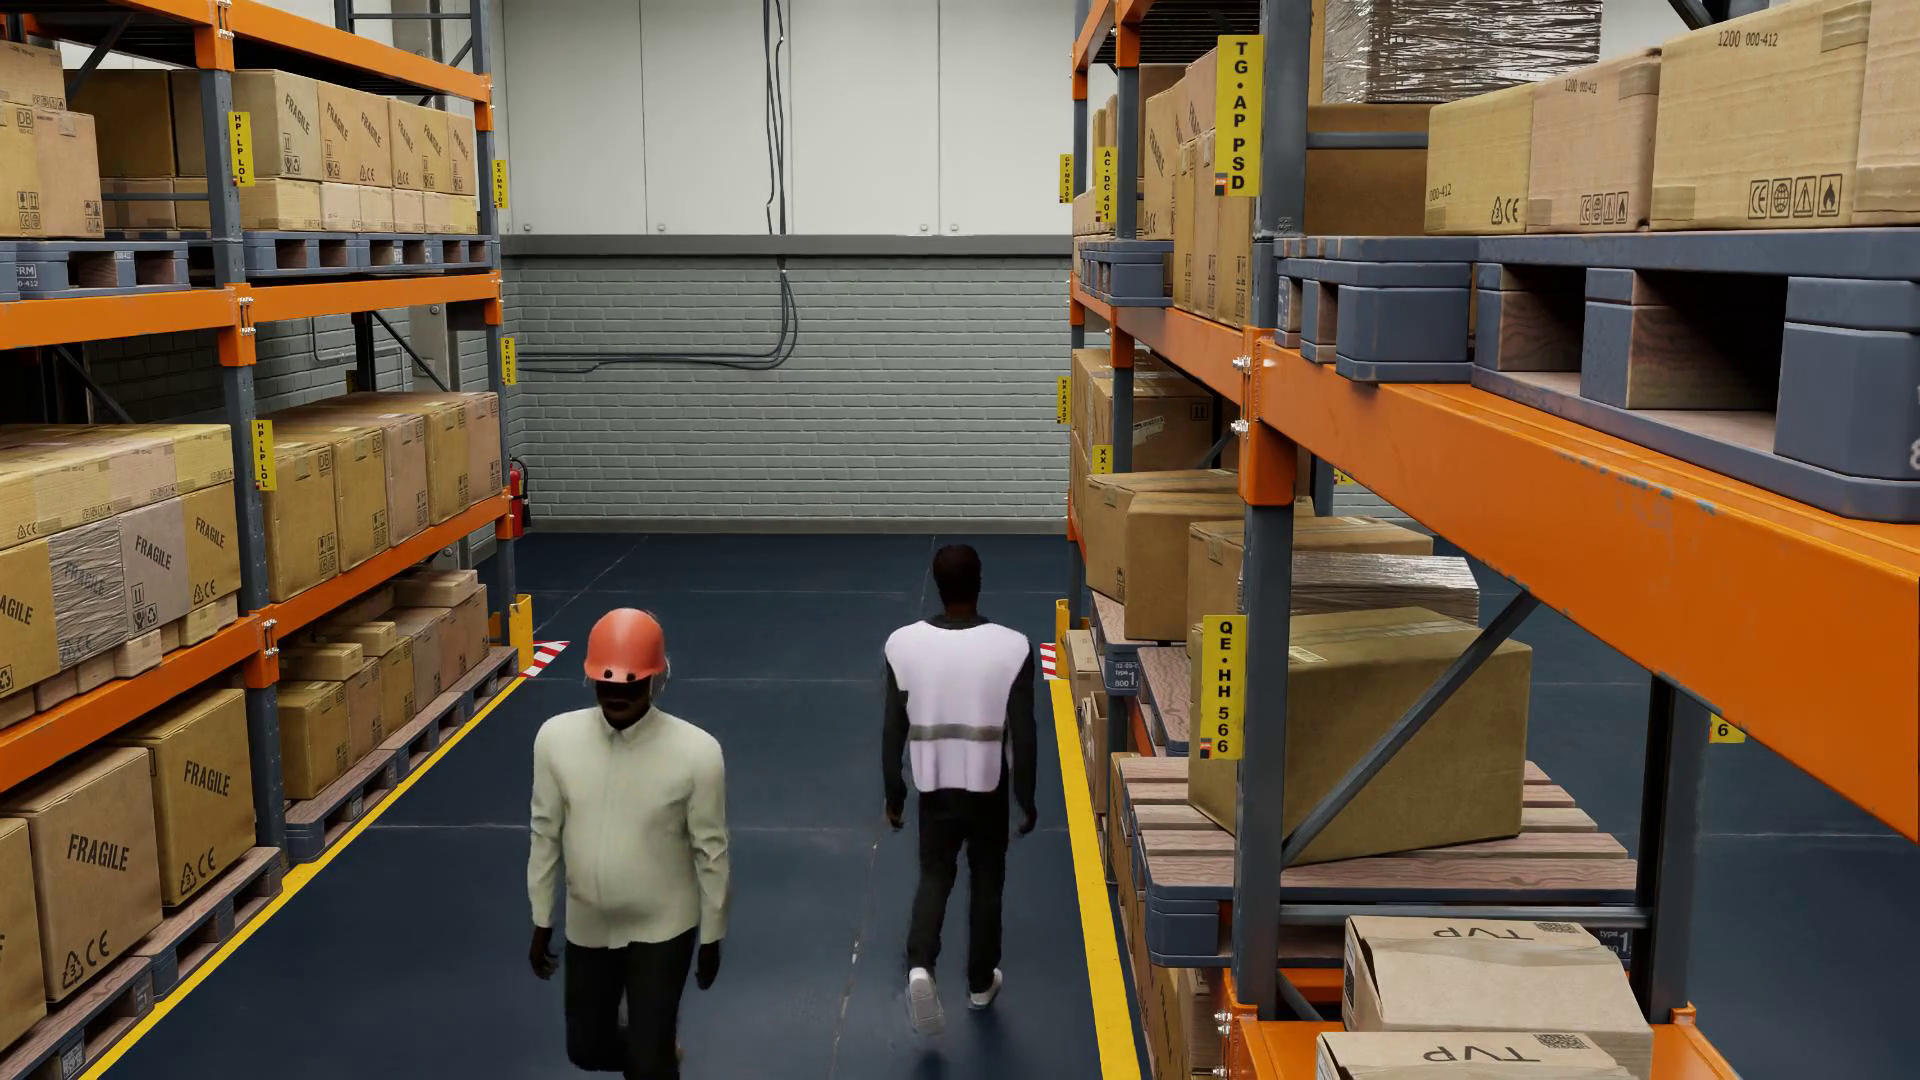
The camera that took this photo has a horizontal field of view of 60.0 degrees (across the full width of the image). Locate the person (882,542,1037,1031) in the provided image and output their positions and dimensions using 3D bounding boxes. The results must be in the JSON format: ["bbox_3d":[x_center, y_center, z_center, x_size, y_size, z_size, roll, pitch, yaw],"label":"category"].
[{"bbox_3d":[-0.010,0.964,6.436,0.612,1.895,0.696,2,10,11],"label":"person"}]

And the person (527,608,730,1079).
[{"bbox_3d":[-0.998,1.146,5.162,0.627,1.971,0.726,2,10,11],"label":"person"}]
